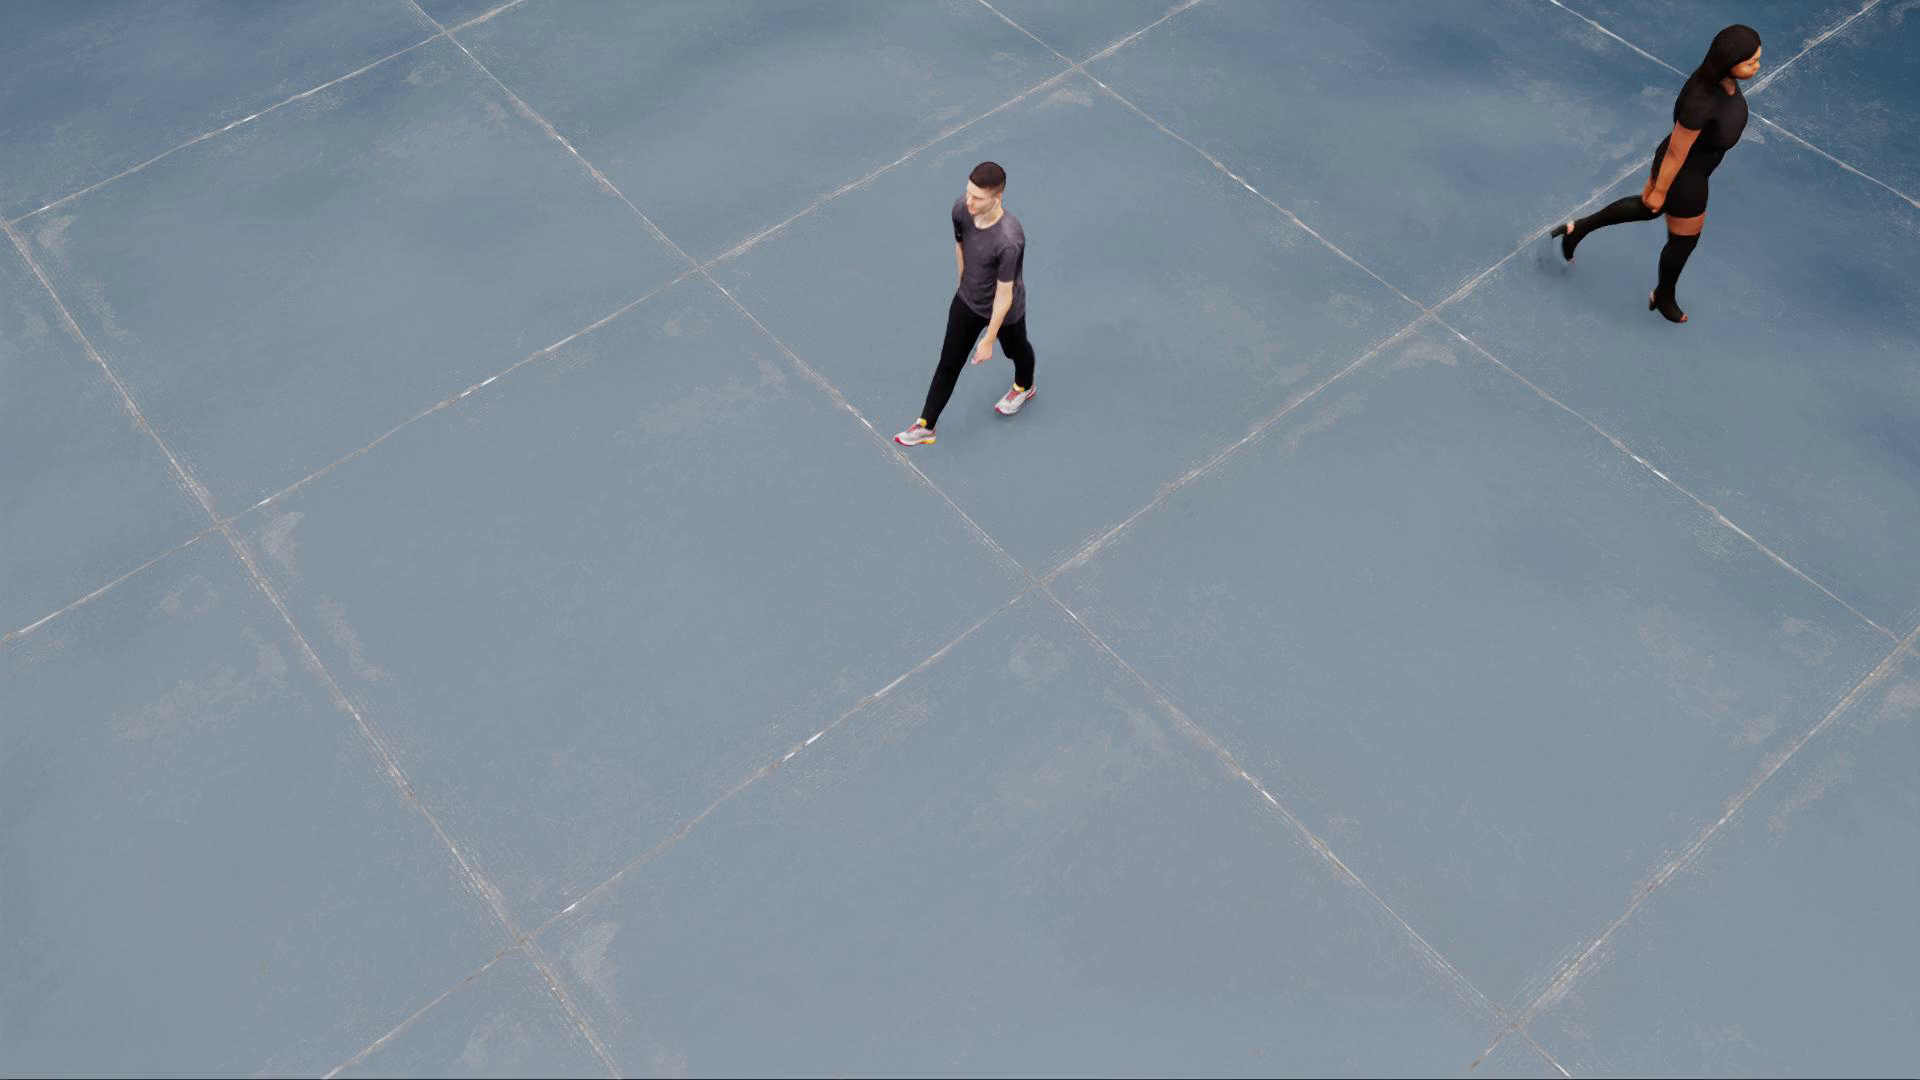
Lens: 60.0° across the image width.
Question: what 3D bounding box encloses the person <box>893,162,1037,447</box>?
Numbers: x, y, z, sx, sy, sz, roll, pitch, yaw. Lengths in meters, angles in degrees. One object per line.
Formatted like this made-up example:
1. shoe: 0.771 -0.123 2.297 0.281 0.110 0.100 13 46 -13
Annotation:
1. person: 0.225 -1.216 8.398 0.699 1.716 1.149 38 61 25

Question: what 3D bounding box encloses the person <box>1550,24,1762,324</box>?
1. person: 3.778 -1.988 8.928 0.938 1.823 1.134 26 57 19
